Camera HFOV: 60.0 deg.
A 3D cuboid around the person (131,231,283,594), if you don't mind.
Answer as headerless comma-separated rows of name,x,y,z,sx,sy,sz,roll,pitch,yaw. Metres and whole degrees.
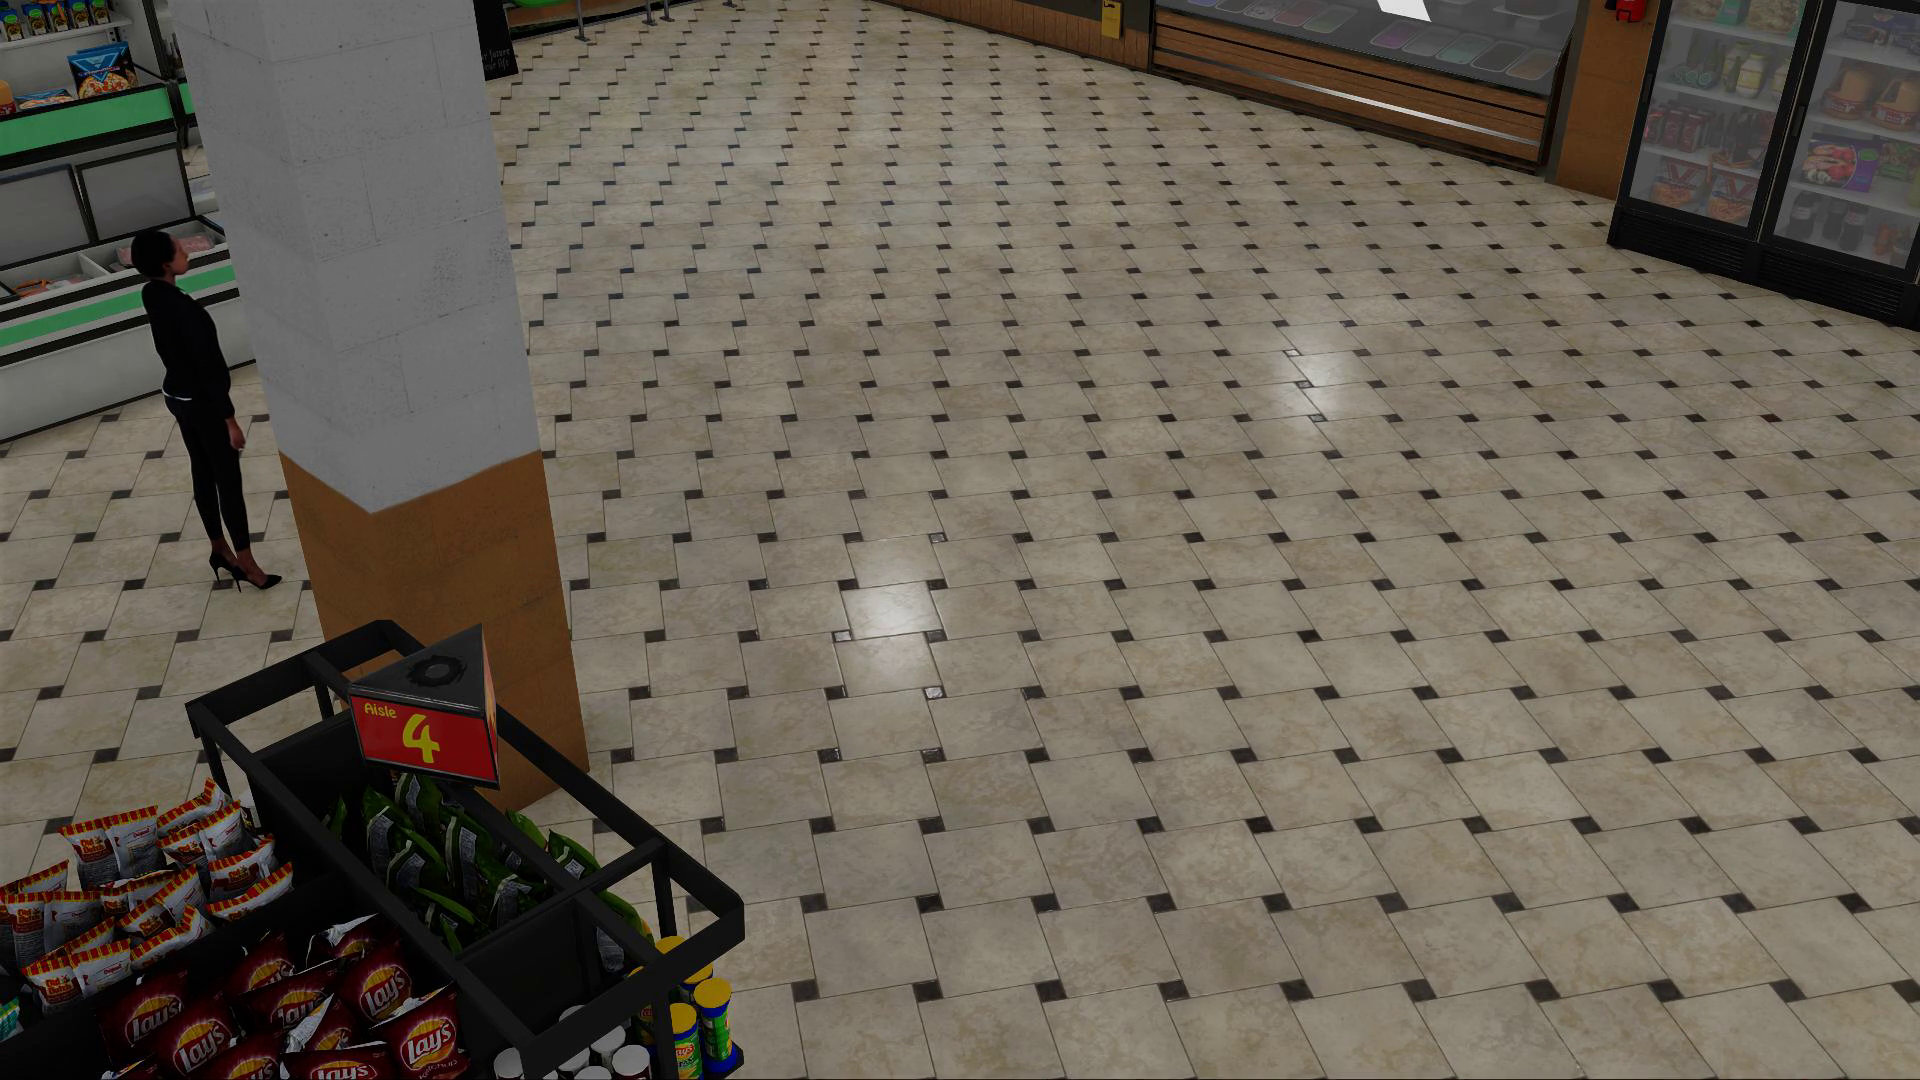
person,-3.549,-0.585,7.792,0.604,1.834,0.528,24,39,34
